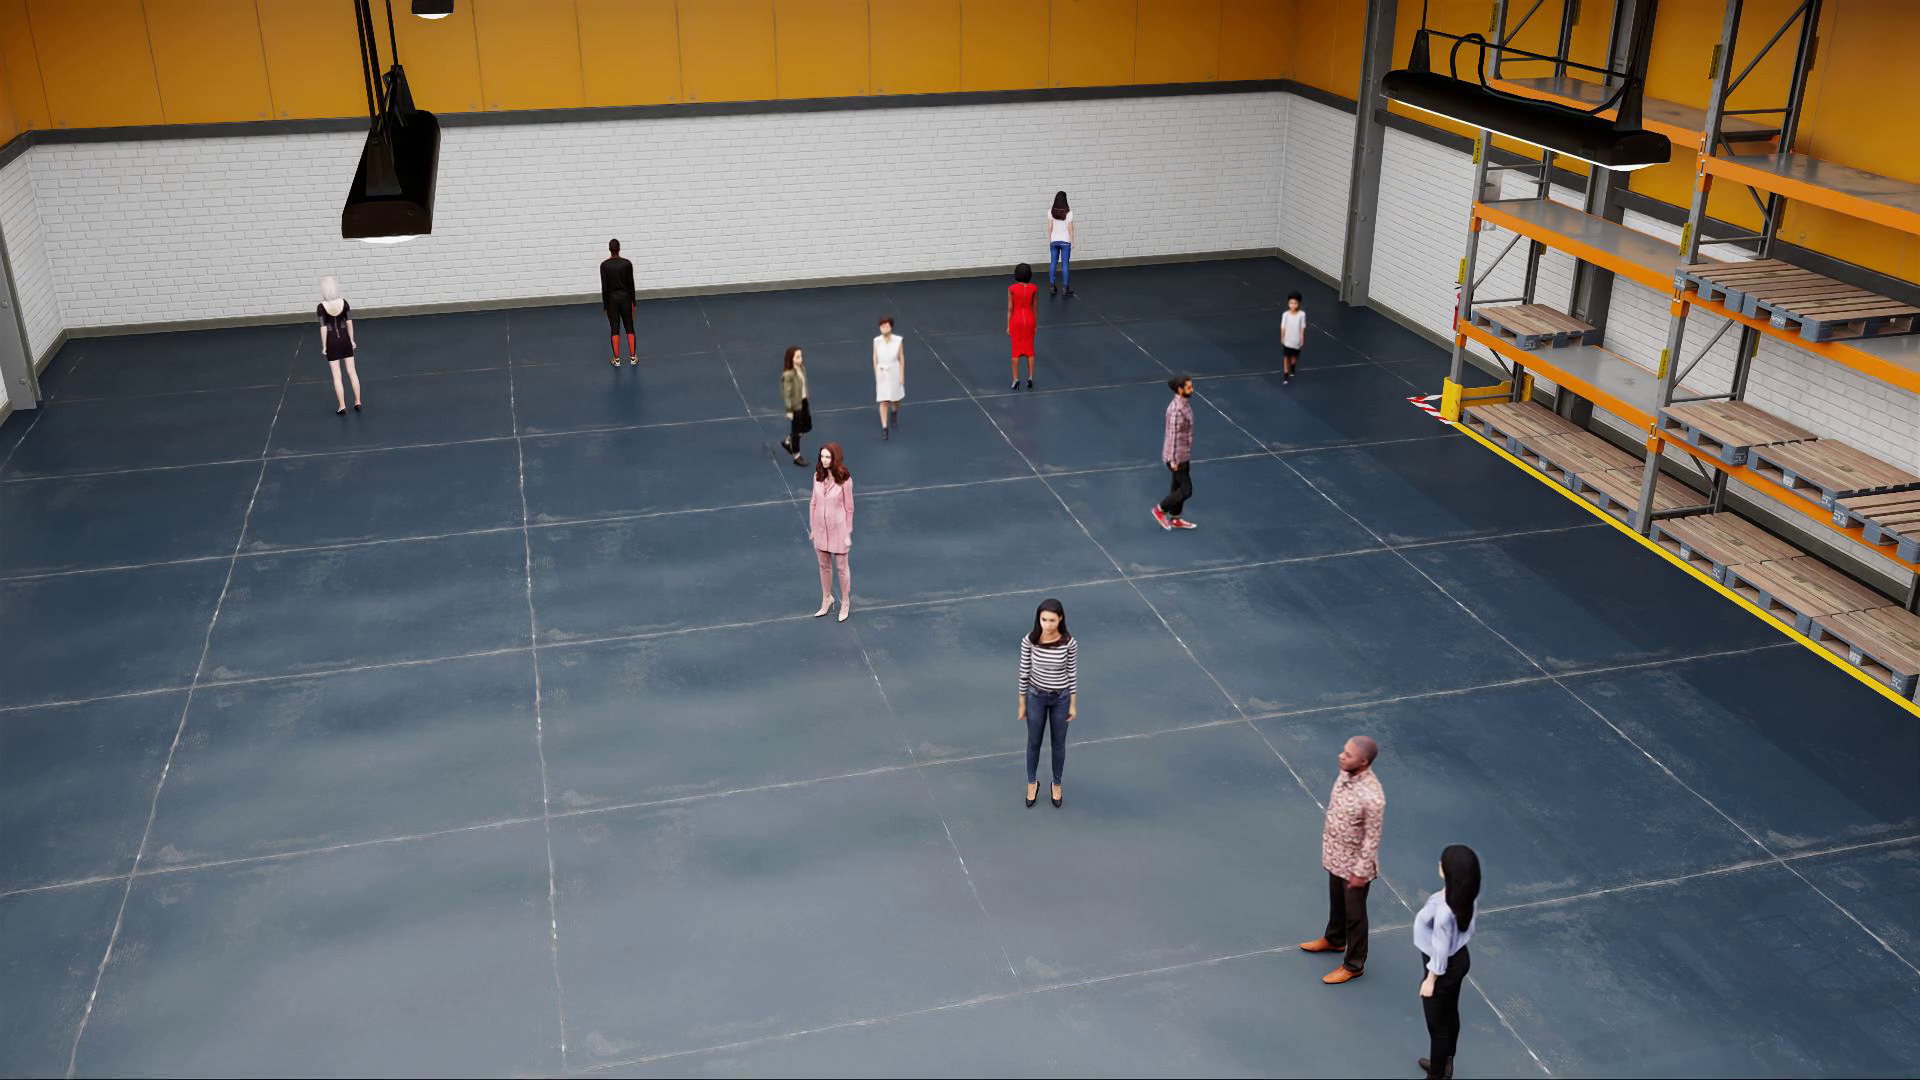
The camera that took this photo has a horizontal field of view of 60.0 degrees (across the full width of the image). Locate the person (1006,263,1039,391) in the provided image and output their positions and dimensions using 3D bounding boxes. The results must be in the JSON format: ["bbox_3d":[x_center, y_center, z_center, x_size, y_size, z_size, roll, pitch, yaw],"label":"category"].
[{"bbox_3d":[0.842,-2.886,22.460,0.587,1.744,0.506,-4,24,-10],"label":"person"}]

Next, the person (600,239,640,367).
[{"bbox_3d":[-4.808,-3.363,23.471,0.614,1.808,0.519,-7,25,-15],"label":"person"}]

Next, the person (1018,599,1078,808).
[{"bbox_3d":[0.687,1.267,12.895,0.654,1.795,0.611,1,24,3],"label":"person"}]

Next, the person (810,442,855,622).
[{"bbox_3d":[-1.220,-0.095,16.000,0.682,1.803,0.723,11,26,23],"label":"person"}]

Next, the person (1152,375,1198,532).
[{"bbox_3d":[2.301,-0.933,17.981,0.914,1.754,0.832,6,24,13],"label":"person"}]

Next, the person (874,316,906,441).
[{"bbox_3d":[-0.873,-2.070,20.874,0.674,1.519,1.035,-1,24,-3],"label":"person"}]

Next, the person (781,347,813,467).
[{"bbox_3d":[-2.008,-1.611,19.887,0.832,1.468,0.772,12,26,25],"label":"person"}]

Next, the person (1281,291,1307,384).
[{"bbox_3d":[4.601,-2.818,22.924,0.712,1.248,0.924,4,24,8],"label":"person"}]

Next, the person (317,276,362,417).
[{"bbox_3d":[-8.042,-2.522,21.519,0.658,1.830,0.643,-20,30,-38],"label":"person"}]

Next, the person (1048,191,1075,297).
[{"bbox_3d":[1.625,-4.789,26.887,0.677,1.685,0.723,11,26,24],"label":"person"}]

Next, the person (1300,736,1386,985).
[{"bbox_3d":[2.601,2.079,11.021,0.757,1.808,0.547,-4,24,-9],"label":"person"}]

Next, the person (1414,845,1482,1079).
[{"bbox_3d":[2.907,2.580,9.957,0.758,1.743,0.721,16,28,32],"label":"person"}]
